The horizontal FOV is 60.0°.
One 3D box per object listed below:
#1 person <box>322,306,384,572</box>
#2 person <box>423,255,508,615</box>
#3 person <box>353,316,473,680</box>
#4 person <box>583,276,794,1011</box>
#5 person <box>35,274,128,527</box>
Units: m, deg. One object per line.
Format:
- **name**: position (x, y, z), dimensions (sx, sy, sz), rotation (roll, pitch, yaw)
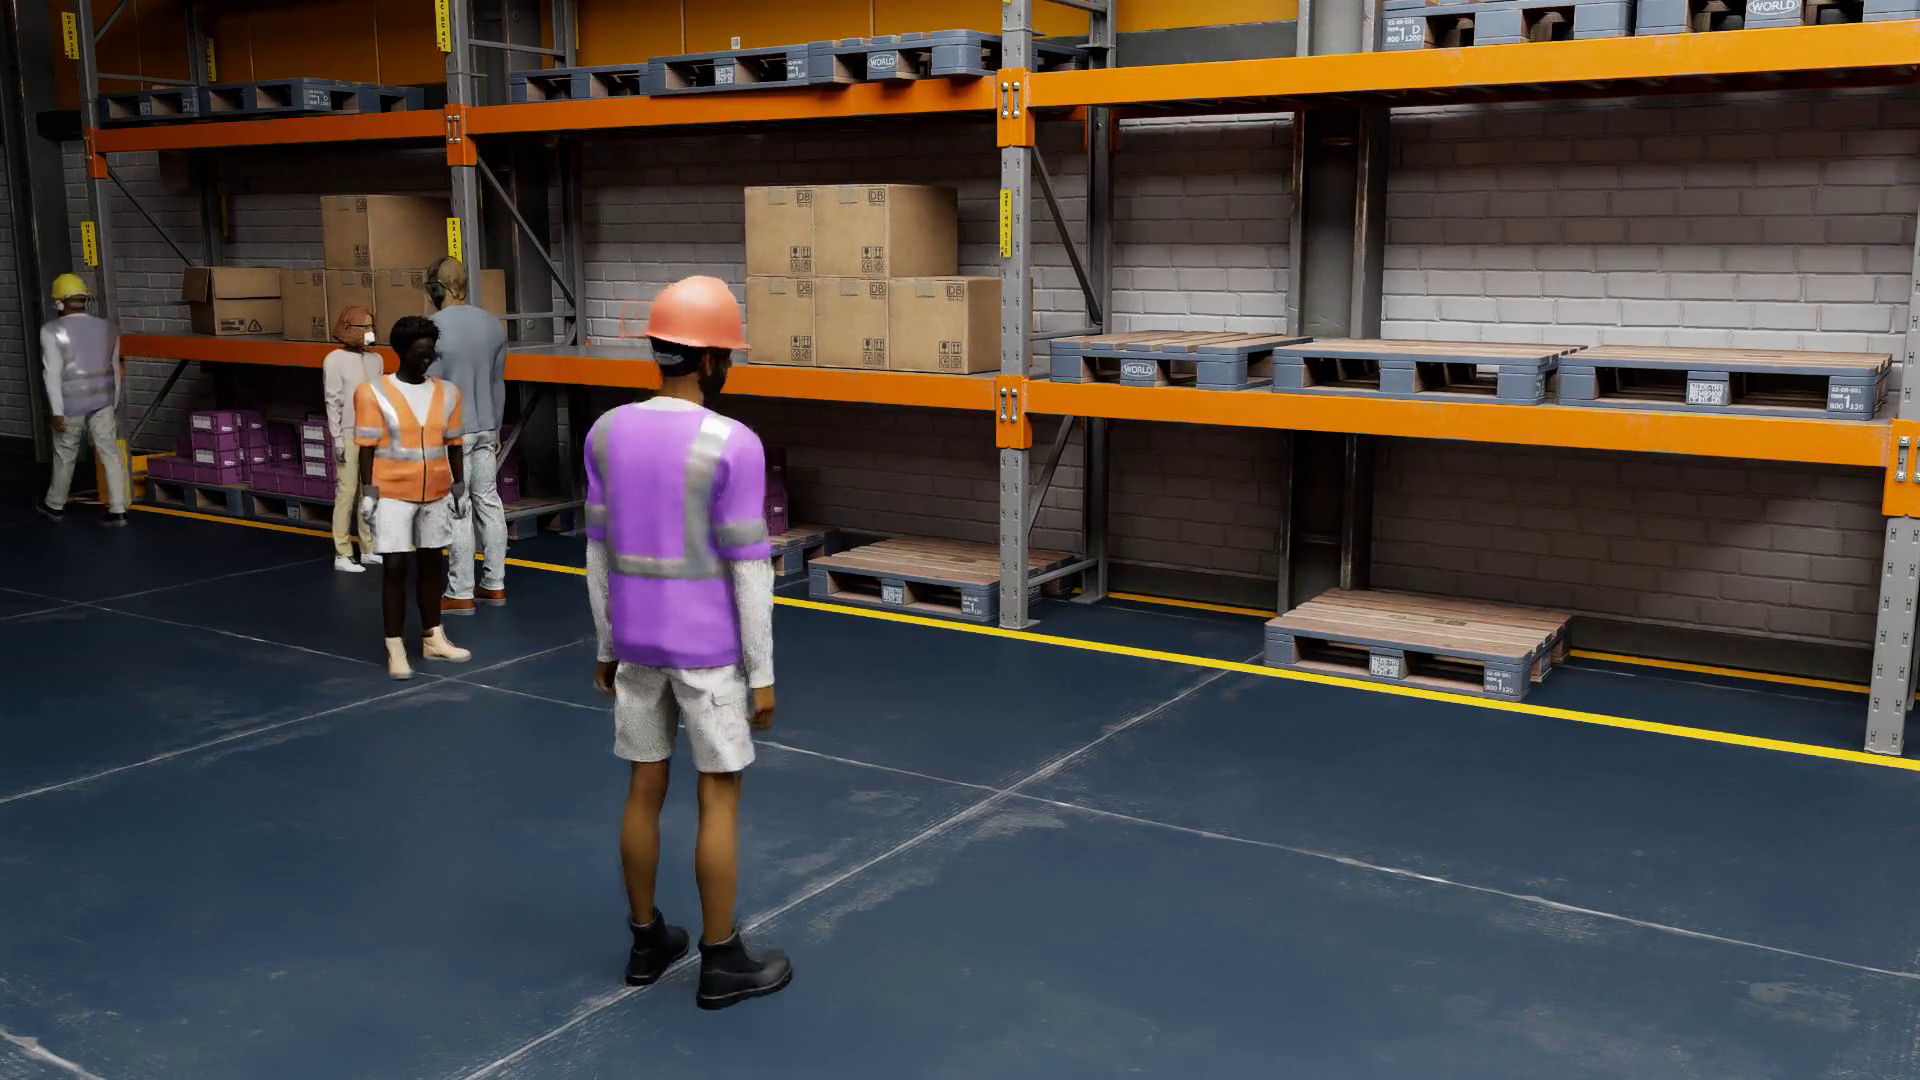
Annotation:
- **person**: position (-3.686, -0.617, 10.203), dimensions (0.287, 1.628, 0.497), rotation (4, 11, 22)
- **person**: position (-2.715, -0.560, 9.020), dimensions (0.373, 1.940, 0.628), rotation (5, 12, 27)
- **person**: position (-2.544, -0.207, 7.789), dimensions (0.545, 1.678, 0.380), rotation (-10, 14, -44)
- **person**: position (-0.720, 0.275, 4.446), dimensions (0.605, 1.923, 0.398), rotation (5, 11, 26)
- **person**: position (-6.265, -0.990, 11.831), dimensions (0.942, 1.777, 0.611), rotation (6, 12, 31)
